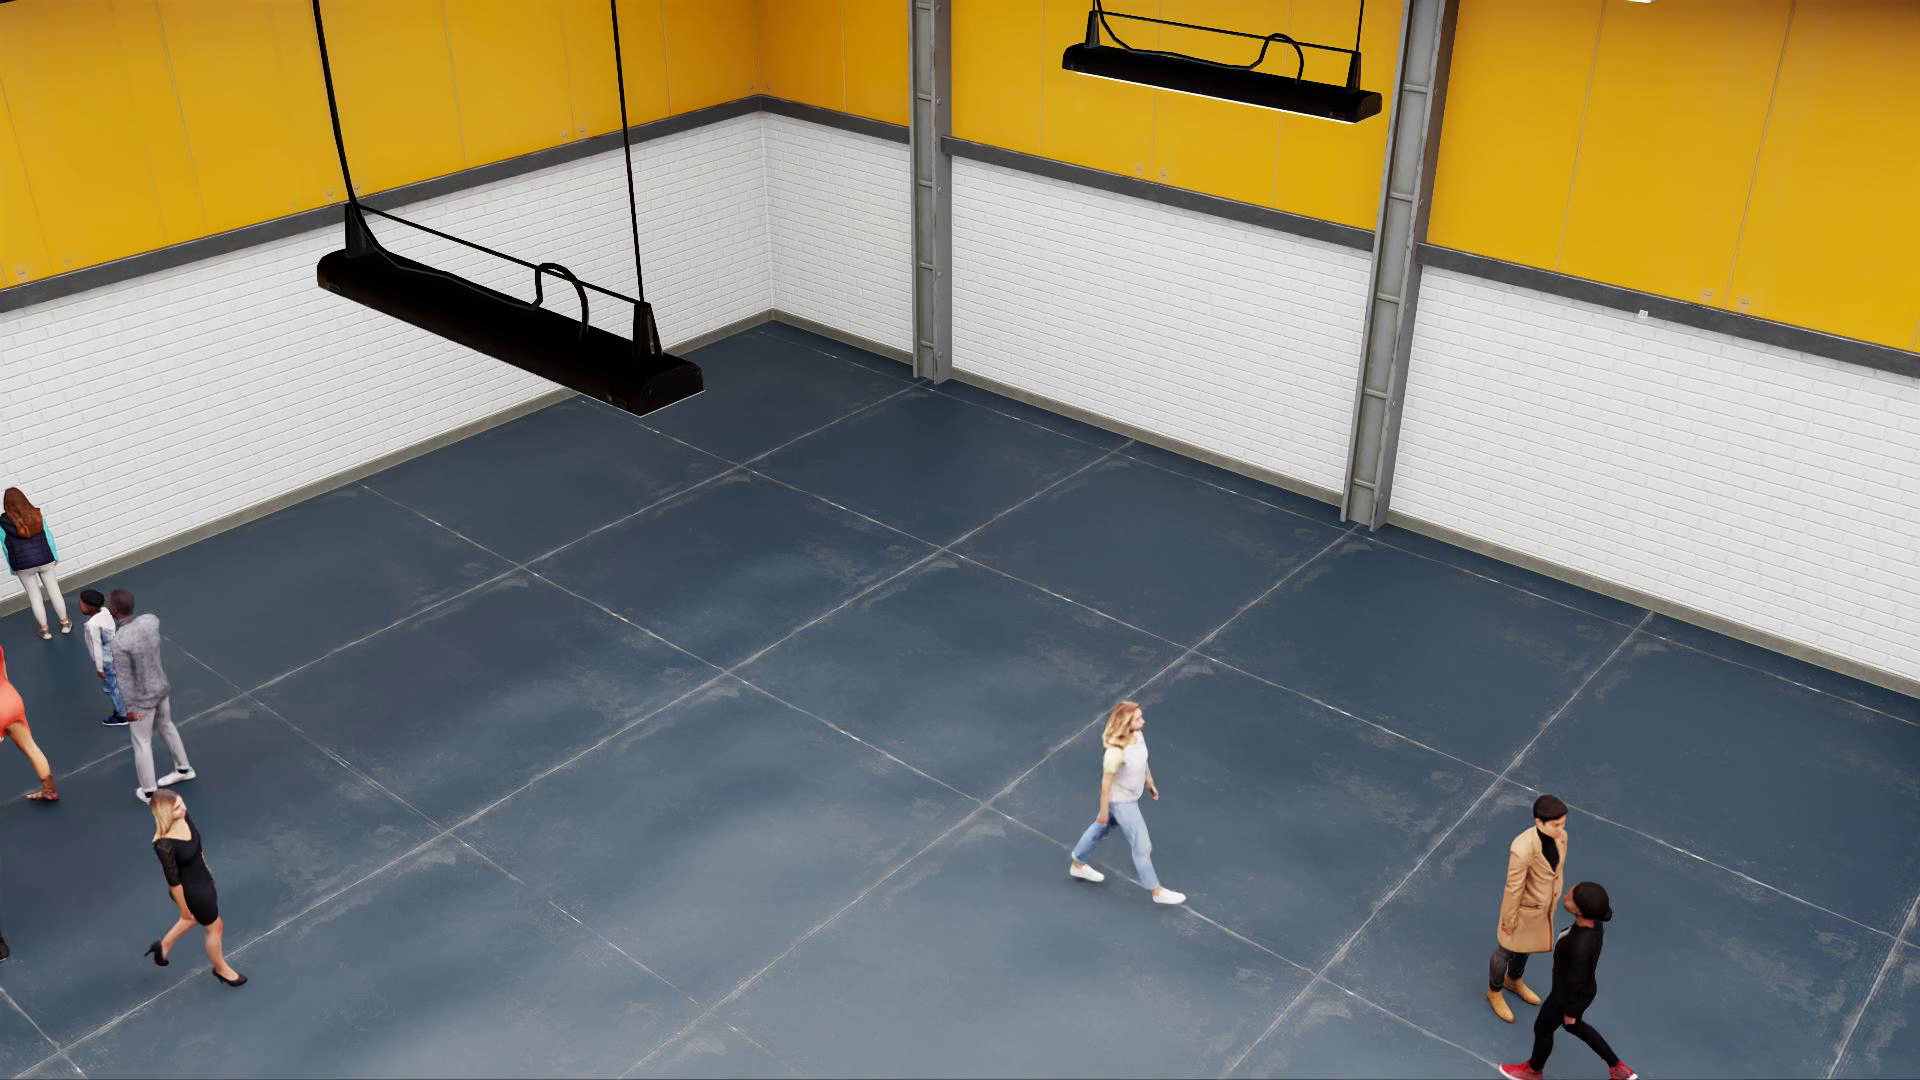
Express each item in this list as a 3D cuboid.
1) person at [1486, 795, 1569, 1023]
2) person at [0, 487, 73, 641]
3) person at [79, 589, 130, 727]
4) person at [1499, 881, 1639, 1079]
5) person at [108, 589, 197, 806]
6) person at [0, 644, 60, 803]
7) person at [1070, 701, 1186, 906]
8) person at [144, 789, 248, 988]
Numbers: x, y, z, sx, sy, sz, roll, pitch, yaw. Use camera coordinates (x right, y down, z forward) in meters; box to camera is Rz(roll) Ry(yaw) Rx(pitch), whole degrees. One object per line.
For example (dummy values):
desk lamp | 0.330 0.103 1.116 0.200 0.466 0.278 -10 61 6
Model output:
person | 3.757 2.382 10.976 0.724 1.727 0.712 -18 33 -30
person | -8.482 0.200 15.214 0.637 1.499 0.651 -19 34 -30
person | -7.202 0.972 14.050 0.622 1.259 0.566 -1 29 -1
person | 3.861 2.817 10.261 1.063 1.648 0.717 16 32 27
person | -6.322 1.194 13.054 0.782 1.823 0.786 2 29 4
person | -7.351 1.359 12.893 1.094 1.687 0.971 2 29 3
person | 1.086 1.863 11.990 1.205 1.667 0.871 11 30 19
person | -5.210 2.344 11.121 0.933 1.654 0.887 -3 29 -6
